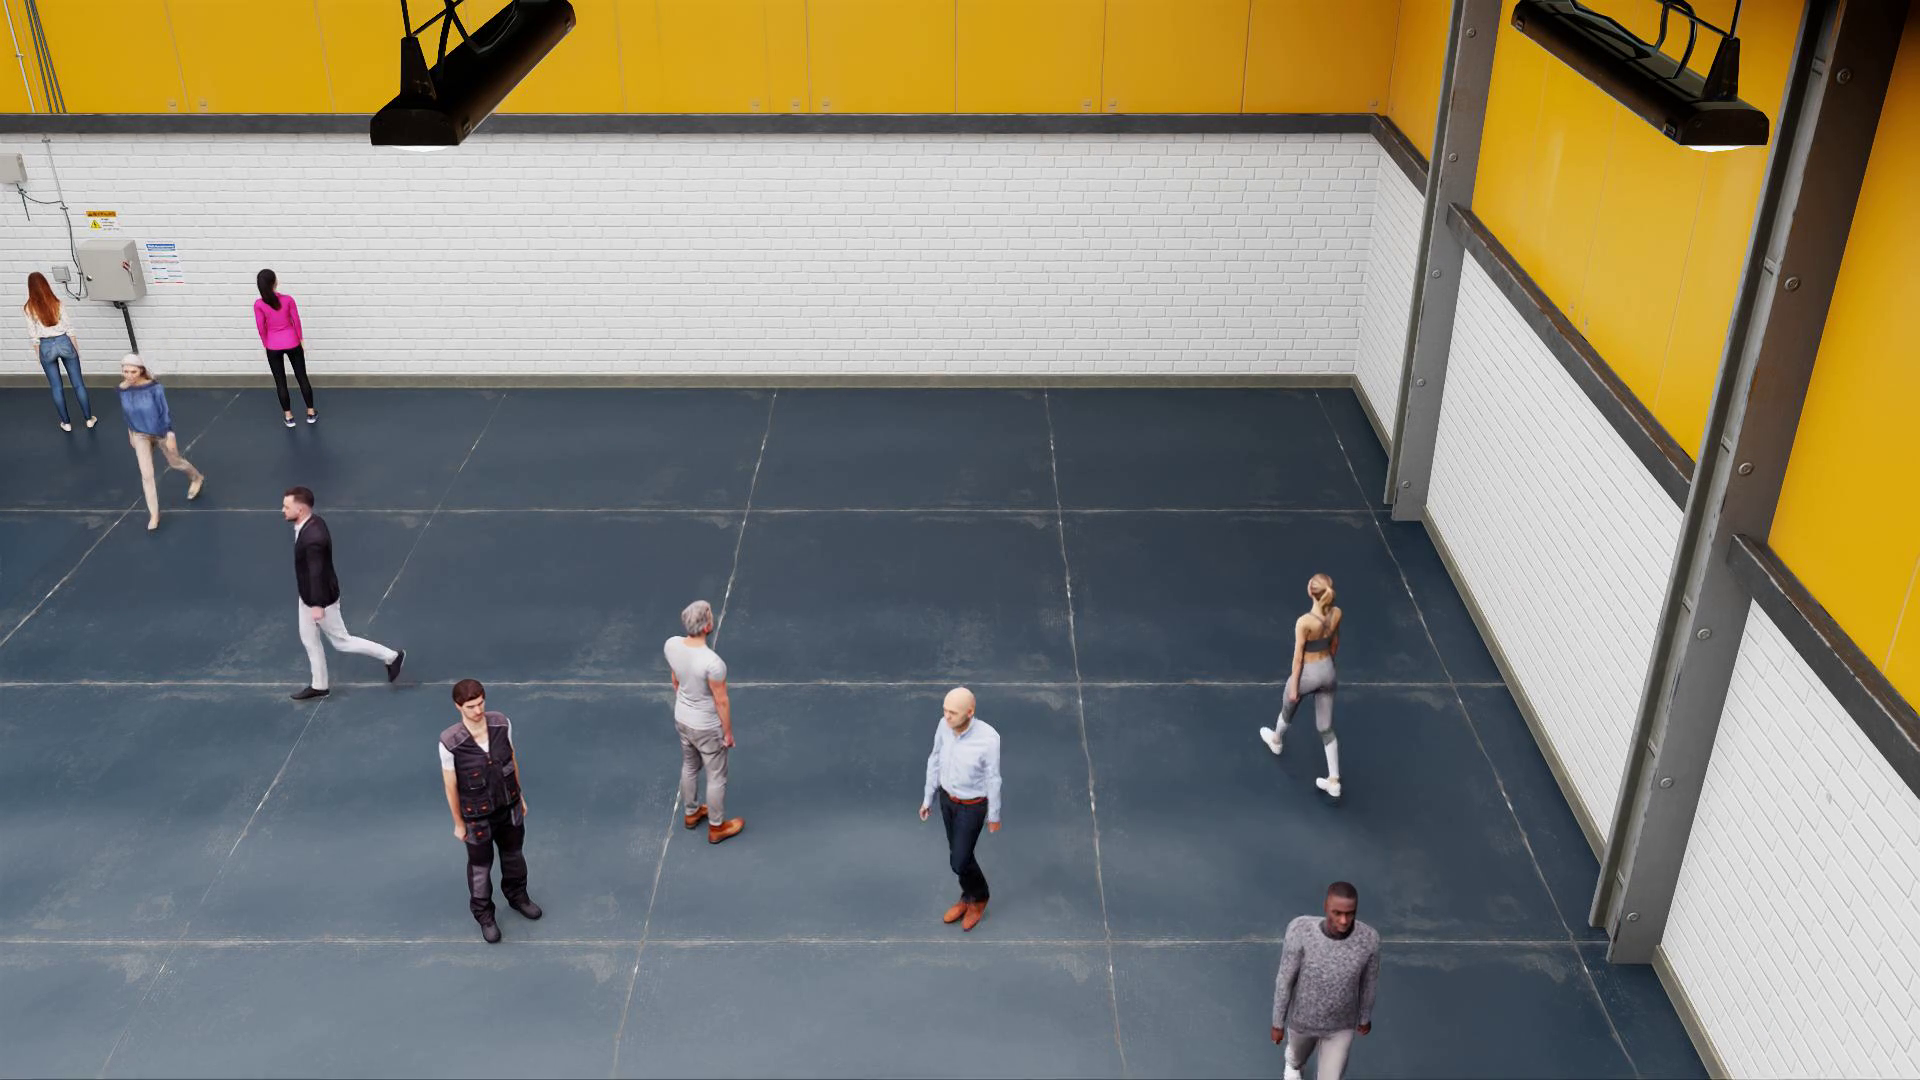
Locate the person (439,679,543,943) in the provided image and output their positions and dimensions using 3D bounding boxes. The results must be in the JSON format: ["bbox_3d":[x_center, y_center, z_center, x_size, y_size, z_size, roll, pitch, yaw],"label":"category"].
[{"bbox_3d":[-2.979,1.667,10.479,0.737,1.849,0.794,-25,37,-38],"label":"person"}]

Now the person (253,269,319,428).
[{"bbox_3d":[-7.071,-2.016,17.389,0.660,1.698,0.671,-12,31,-20],"label":"person"}]

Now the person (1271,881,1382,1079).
[{"bbox_3d":[1.940,2.515,8.965,0.806,1.810,1.212,4,29,8],"label":"person"}]

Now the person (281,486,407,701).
[{"bbox_3d":[-4.814,0.425,12.791,1.035,1.815,1.170,-12,31,-22],"label":"person"}]

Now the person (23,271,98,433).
[{"bbox_3d":[-9.371,-1.964,17.262,0.653,1.728,0.659,-14,32,-24],"label":"person"}]

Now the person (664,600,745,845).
[{"bbox_3d":[-1.763,1.233,11.302,0.758,1.824,0.788,21,35,33],"label":"person"}]

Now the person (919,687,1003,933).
[{"bbox_3d":[0.078,1.658,10.572,0.750,1.775,0.808,25,37,38],"label":"person"}]

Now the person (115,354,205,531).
[{"bbox_3d":[-7.497,-1.002,15.570,0.627,1.659,1.115,2,29,3],"label":"person"}]

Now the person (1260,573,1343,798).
[{"bbox_3d":[2.558,1.052,11.808,0.908,1.655,1.226,-11,31,-20],"label":"person"}]
